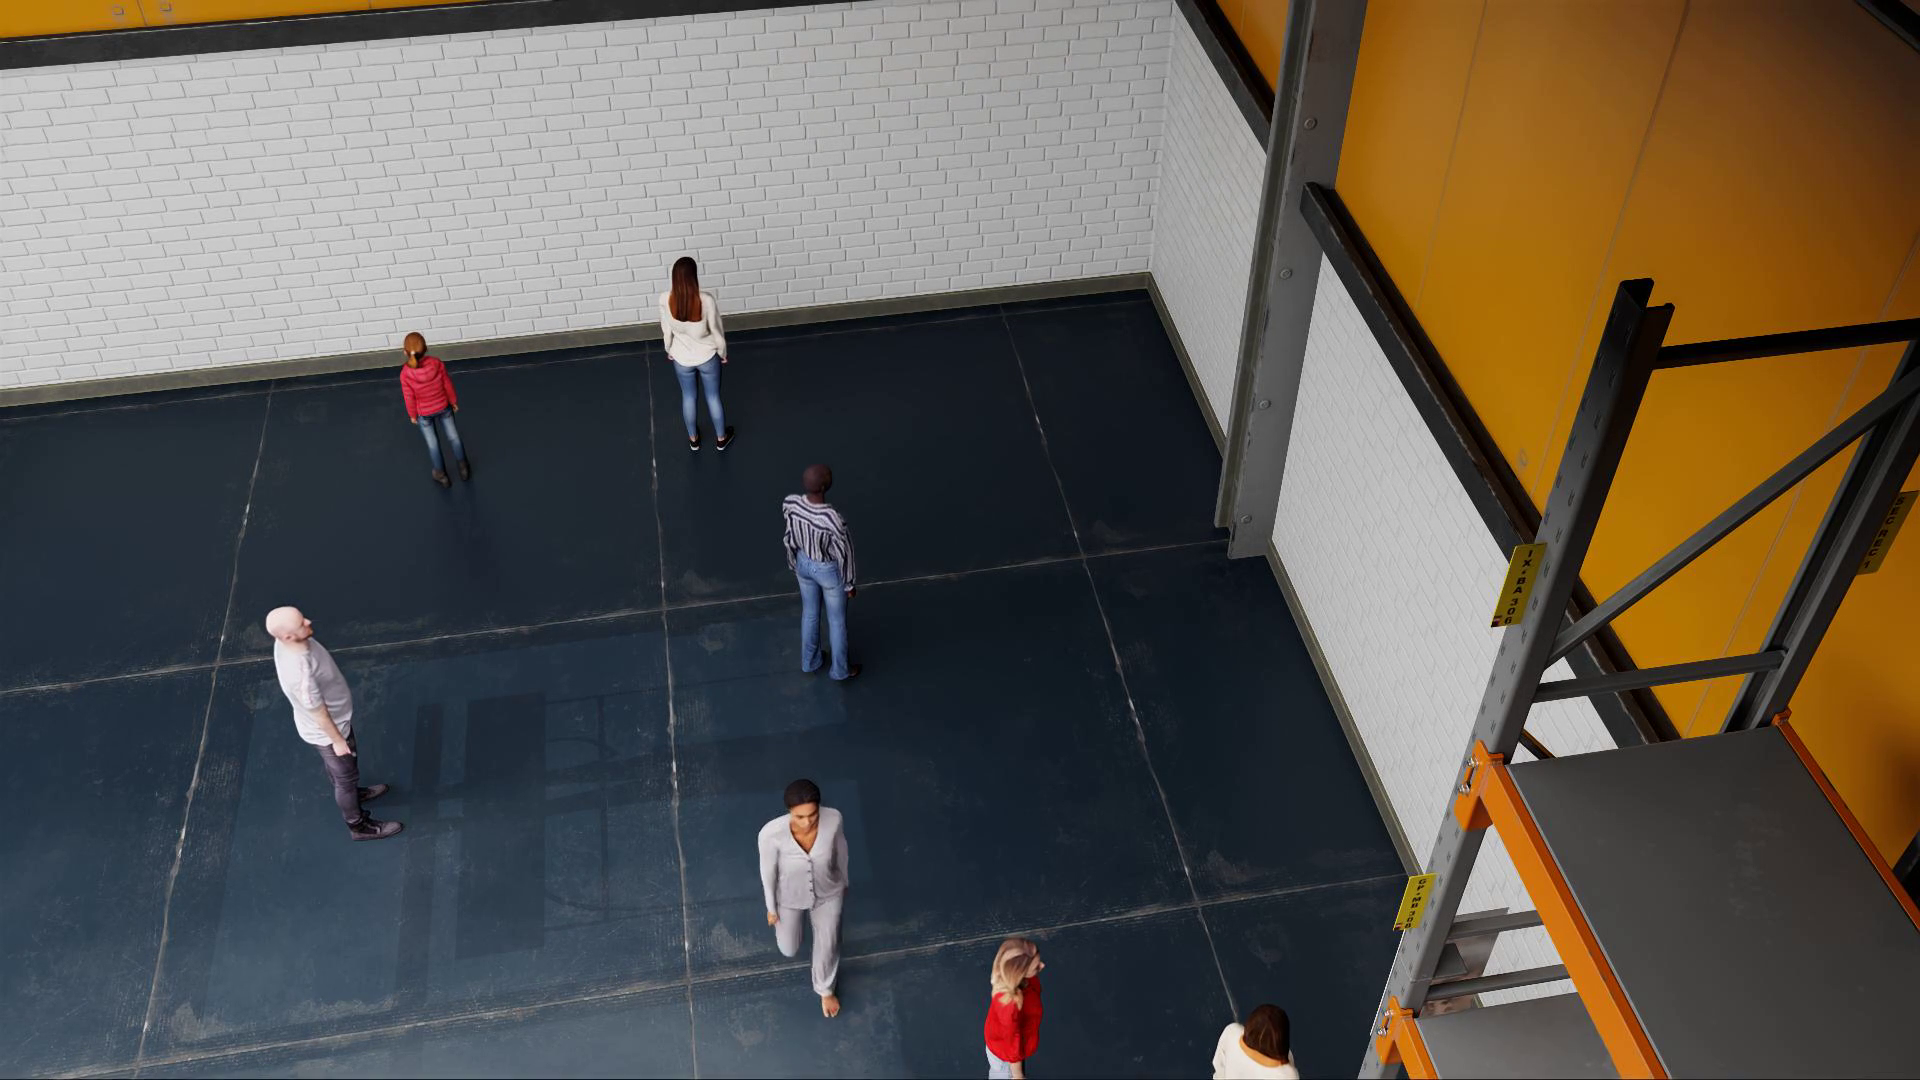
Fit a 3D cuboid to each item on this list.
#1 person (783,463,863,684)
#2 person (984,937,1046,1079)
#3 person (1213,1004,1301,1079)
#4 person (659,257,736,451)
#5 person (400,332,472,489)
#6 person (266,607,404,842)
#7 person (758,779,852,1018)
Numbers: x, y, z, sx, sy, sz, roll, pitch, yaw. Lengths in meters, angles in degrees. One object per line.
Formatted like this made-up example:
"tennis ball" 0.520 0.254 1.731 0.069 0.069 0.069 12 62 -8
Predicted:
"person" -0.879 0.219 10.582 0.718 1.794 0.758 22 48 21
"person" 0.250 2.485 8.268 0.712 1.704 0.507 0 44 0
"person" 1.393 2.731 8.026 0.673 1.682 0.755 31 52 28
"person" -1.950 -1.371 12.325 0.673 1.692 0.627 3 44 3
"person" -3.850 -0.955 12.160 0.574 1.317 0.570 -22 48 -21
"person" -3.697 1.050 9.682 0.781 1.833 0.626 -19 47 -19
"person" -0.848 1.825 8.948 0.697 1.723 0.925 -12 45 -12
